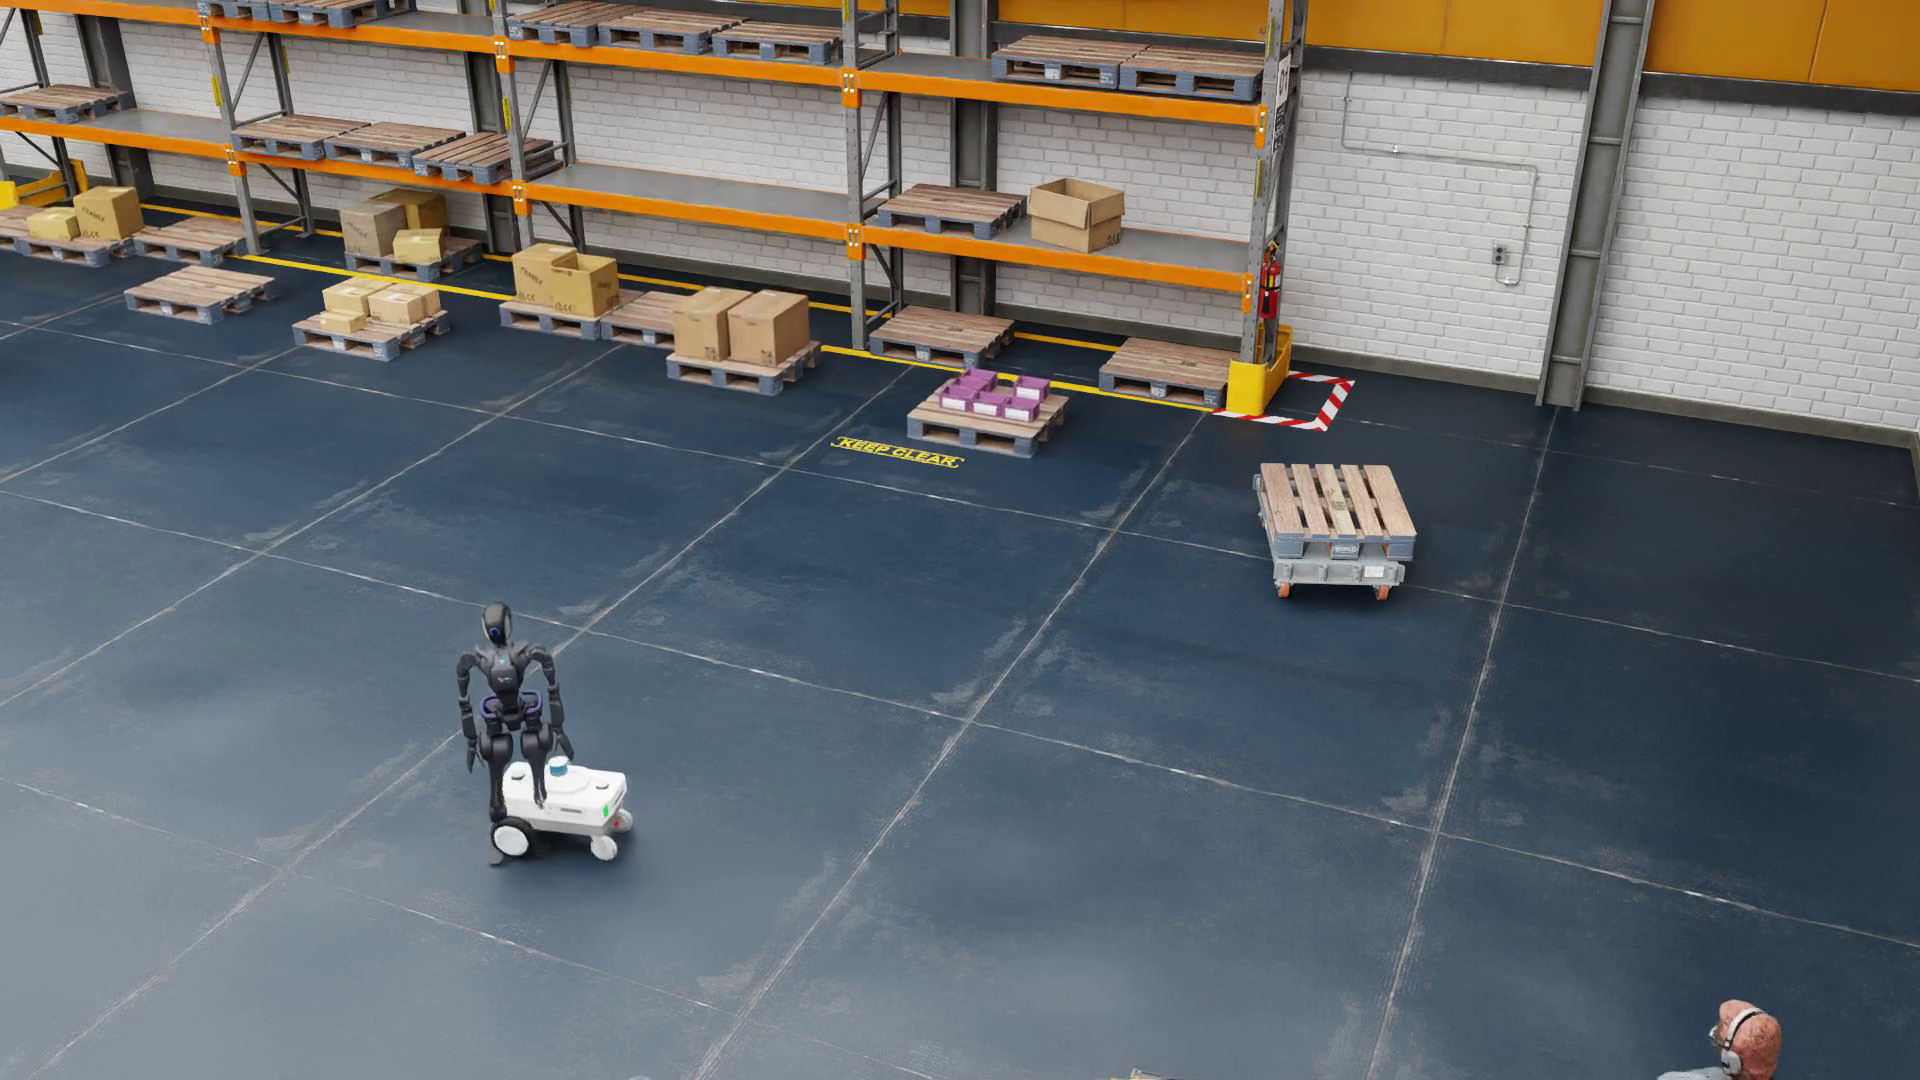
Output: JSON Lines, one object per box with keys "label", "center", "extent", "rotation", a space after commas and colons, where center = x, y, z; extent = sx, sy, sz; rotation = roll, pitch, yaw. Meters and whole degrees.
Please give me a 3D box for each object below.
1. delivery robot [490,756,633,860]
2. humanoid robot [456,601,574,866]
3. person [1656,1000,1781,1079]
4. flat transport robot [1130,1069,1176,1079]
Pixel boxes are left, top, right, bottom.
{"label": "delivery robot", "center": [-2.313, 1.523, 9.653], "extent": [0.773, 0.582, 0.499], "rotation": [5, 28, 9]}
{"label": "humanoid robot", "center": [-2.479, 1.081, 9.304], "extent": [0.590, 1.660, 0.328], "rotation": [-6, 28, -12]}
{"label": "person", "center": [2.824, 2.534, 6.249], "extent": [0.714, 1.889, 0.416], "rotation": [8, 28, 16]}
{"label": "flat transport robot", "center": [1.248, 2.823, 7.458], "extent": [1.431, 0.231, 0.659], "rotation": [9, 29, 18]}
